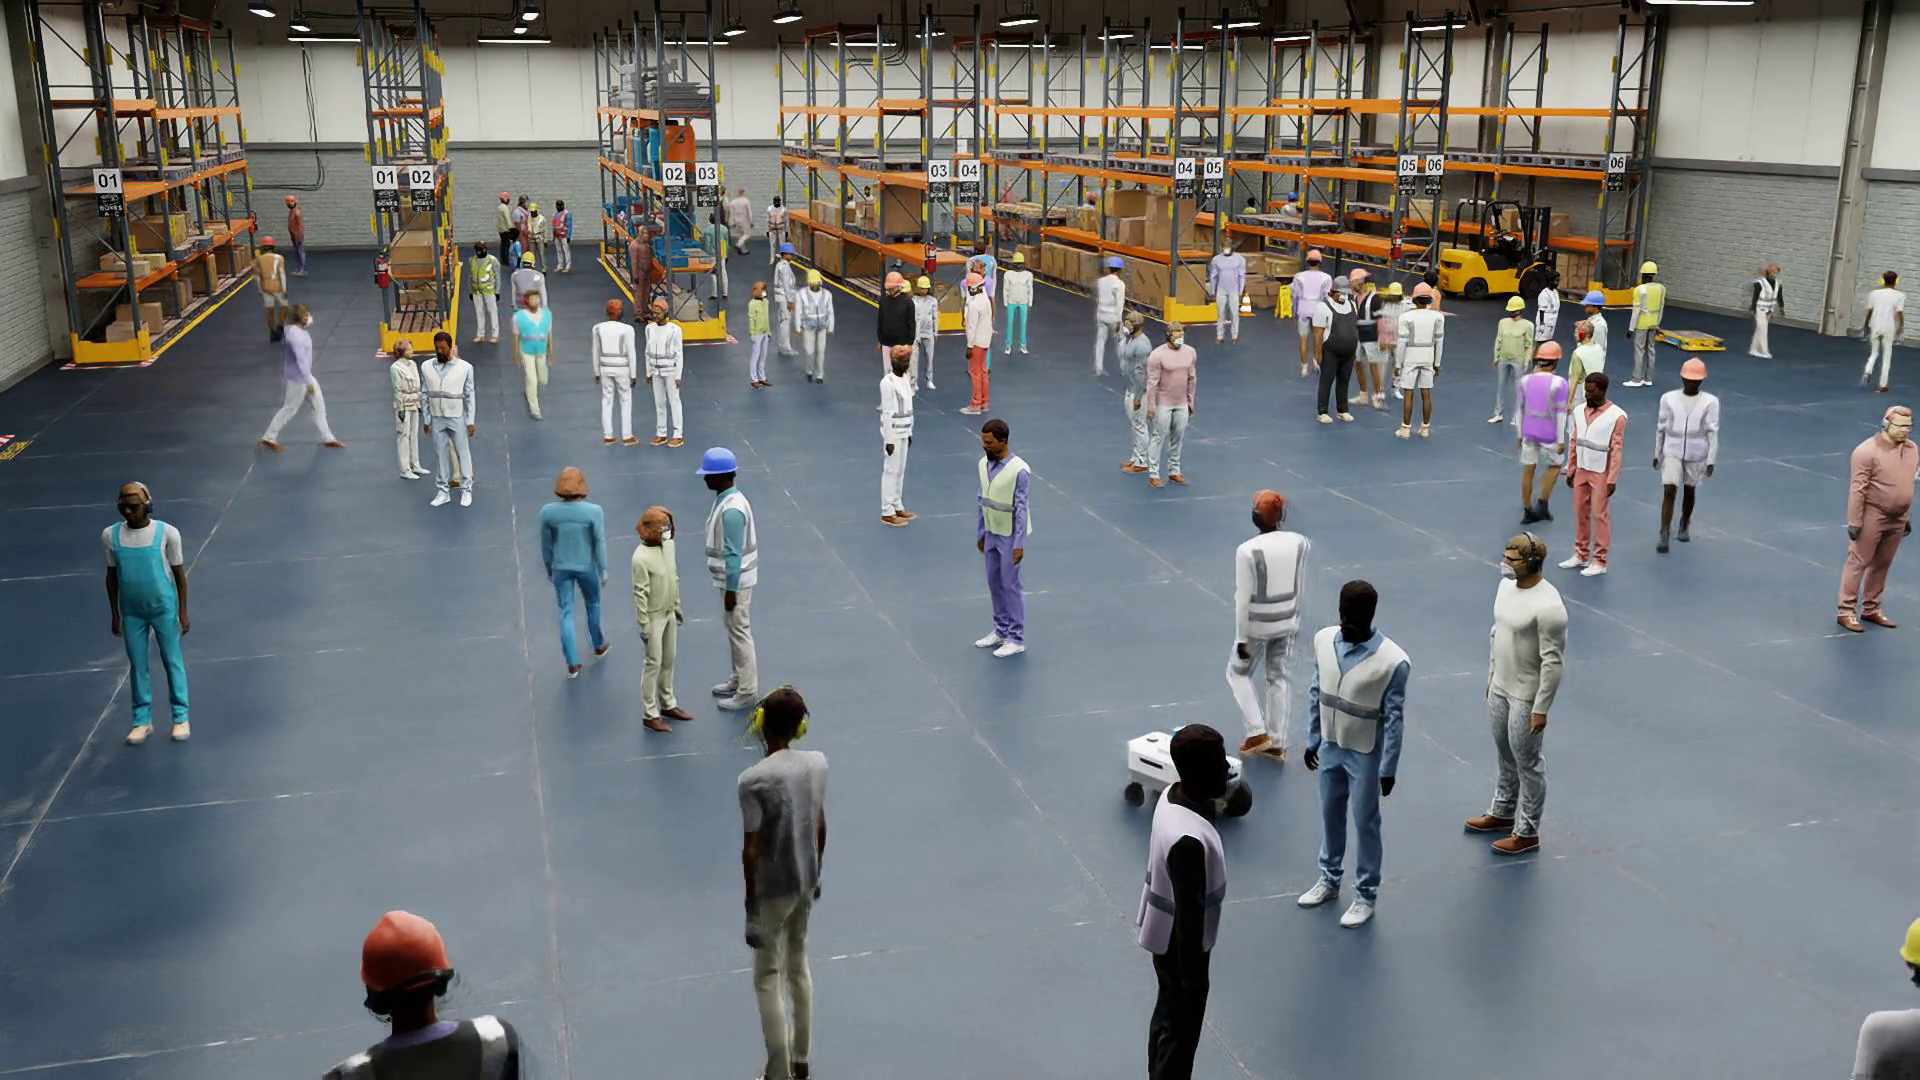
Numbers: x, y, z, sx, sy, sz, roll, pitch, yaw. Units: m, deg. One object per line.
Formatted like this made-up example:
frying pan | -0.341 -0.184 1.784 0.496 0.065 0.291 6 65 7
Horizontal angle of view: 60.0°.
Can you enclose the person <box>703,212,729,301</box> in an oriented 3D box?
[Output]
person | -5.370 -6.254 36.666 0.634 1.938 0.355 -13 20 -41

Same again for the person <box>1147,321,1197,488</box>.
person | 2.405 -1.543 18.982 0.644 1.927 0.389 -8 17 -29

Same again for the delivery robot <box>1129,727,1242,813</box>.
delivery robot | 1.387 1.405 10.319 0.477 0.478 0.707 -13 20 -41

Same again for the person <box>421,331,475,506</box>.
person | -5.574 -1.326 18.158 0.590 1.921 0.392 1 15 4

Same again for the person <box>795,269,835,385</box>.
person | -2.234 -3.284 25.722 0.625 1.814 0.439 -5 16 -19

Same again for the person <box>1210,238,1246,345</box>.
person | 4.809 -4.469 29.975 0.644 1.926 0.394 5 16 18

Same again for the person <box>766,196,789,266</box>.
person | -4.869 -8.238 44.313 0.633 1.846 0.429 1 15 4

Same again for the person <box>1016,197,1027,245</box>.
person | 1.831 -8.985 47.547 0.524 1.618 0.611 -3 15 -12

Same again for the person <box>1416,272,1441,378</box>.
person | 7.458 -3.415 26.441 0.320 1.698 0.537 10 18 33

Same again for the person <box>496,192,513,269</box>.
person | -11.854 -8.075 43.435 0.413 1.981 0.720 -10 18 -34

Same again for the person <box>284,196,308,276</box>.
person | -16.687 -7.636 41.776 0.392 1.985 0.610 -12 19 -37

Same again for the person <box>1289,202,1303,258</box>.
person | 8.768 -7.860 43.062 0.349 1.761 0.528 -10 18 -32

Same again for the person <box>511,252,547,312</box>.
person | -7.341 -4.000 28.415 0.596 1.826 0.403 0 15 1

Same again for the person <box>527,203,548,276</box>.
person | -10.613 -7.510 41.619 0.595 1.825 0.404 2 15 6

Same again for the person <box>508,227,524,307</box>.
person | -9.445 -5.798 35.415 0.318 1.696 0.537 -7 16 -25

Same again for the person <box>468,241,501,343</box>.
person | -8.672 -4.513 30.299 0.635 1.842 0.429 3 15 13

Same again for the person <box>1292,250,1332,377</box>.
person | 5.653 -3.659 26.794 0.613 1.991 0.950 3 15 11

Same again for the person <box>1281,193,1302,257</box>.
person | 8.871 -8.394 44.814 0.607 1.894 1.016 -6 16 -23

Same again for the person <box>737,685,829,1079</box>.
person | -0.807 1.579 7.401 0.460 1.829 0.662 12 19 39

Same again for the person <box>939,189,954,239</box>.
person | -0.423 -10.355 52.707 0.503 1.628 0.279 8 17 27

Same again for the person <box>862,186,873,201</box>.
person | -2.696 -9.536 49.183 0.510 1.859 0.332 11 18 35

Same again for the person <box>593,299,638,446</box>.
person | -4.417 -2.143 21.321 0.592 1.879 0.346 3 15 11

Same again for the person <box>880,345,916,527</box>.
person | -0.653 -1.096 17.363 0.342 1.881 0.579 5 16 18

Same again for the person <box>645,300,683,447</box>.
person | -3.772 -2.128 21.252 0.575 1.879 0.354 8 17 28

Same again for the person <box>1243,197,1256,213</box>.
person | 8.064 -8.706 46.362 0.319 1.695 0.539 -6 16 -21

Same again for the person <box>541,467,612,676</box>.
person | -2.975 0.204 12.985 0.523 1.600 0.752 0 15 1

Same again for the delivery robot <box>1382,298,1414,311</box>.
delivery robot | 8.757 -4.731 33.407 0.707 0.478 0.477 -4 15 -15

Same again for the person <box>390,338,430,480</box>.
person | -6.475 -1.541 19.498 0.307 1.645 0.514 2 15 7

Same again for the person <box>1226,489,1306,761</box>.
person | 2.033 0.574 11.117 0.584 1.870 0.422 -7 17 -25

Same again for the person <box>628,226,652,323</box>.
person | -6.313 -5.289 33.130 0.401 1.897 0.649 5 16 18

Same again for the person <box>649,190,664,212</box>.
person | -8.349 -8.760 46.146 0.590 1.918 0.395 11 19 36

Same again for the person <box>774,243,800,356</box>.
person | -3.014 -4.162 28.790 0.402 1.941 0.602 -4 15 -16

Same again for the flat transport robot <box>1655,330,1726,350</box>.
flat transport robot | 13.104 -3.592 29.844 0.652 0.197 1.431 0 15 -1

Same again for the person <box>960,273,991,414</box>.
person | 0.234 -2.772 23.498 0.410 1.980 0.620 5 16 20

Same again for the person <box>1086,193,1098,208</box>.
person | 3.504 -8.428 44.966 0.390 1.895 0.727 -2 15 -7

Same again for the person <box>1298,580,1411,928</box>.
person | 2.121 1.125 8.961 0.399 1.911 0.587 -12 19 -39

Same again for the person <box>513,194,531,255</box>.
person | -10.851 -7.649 41.722 0.537 2.000 0.689 4 15 15

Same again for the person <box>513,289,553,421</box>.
person | -5.974 -2.605 23.170 0.573 1.828 0.681 -13 19 -40

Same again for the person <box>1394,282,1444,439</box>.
person | 5.970 -2.332 21.706 0.614 2.042 0.373 -2 15 -6

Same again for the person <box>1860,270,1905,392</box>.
person | 13.955 -3.150 25.165 0.523 1.846 0.624 -13 20 -41

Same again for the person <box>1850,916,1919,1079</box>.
person | 3.276 2.125 5.567 0.561 1.716 0.882 1 15 5
